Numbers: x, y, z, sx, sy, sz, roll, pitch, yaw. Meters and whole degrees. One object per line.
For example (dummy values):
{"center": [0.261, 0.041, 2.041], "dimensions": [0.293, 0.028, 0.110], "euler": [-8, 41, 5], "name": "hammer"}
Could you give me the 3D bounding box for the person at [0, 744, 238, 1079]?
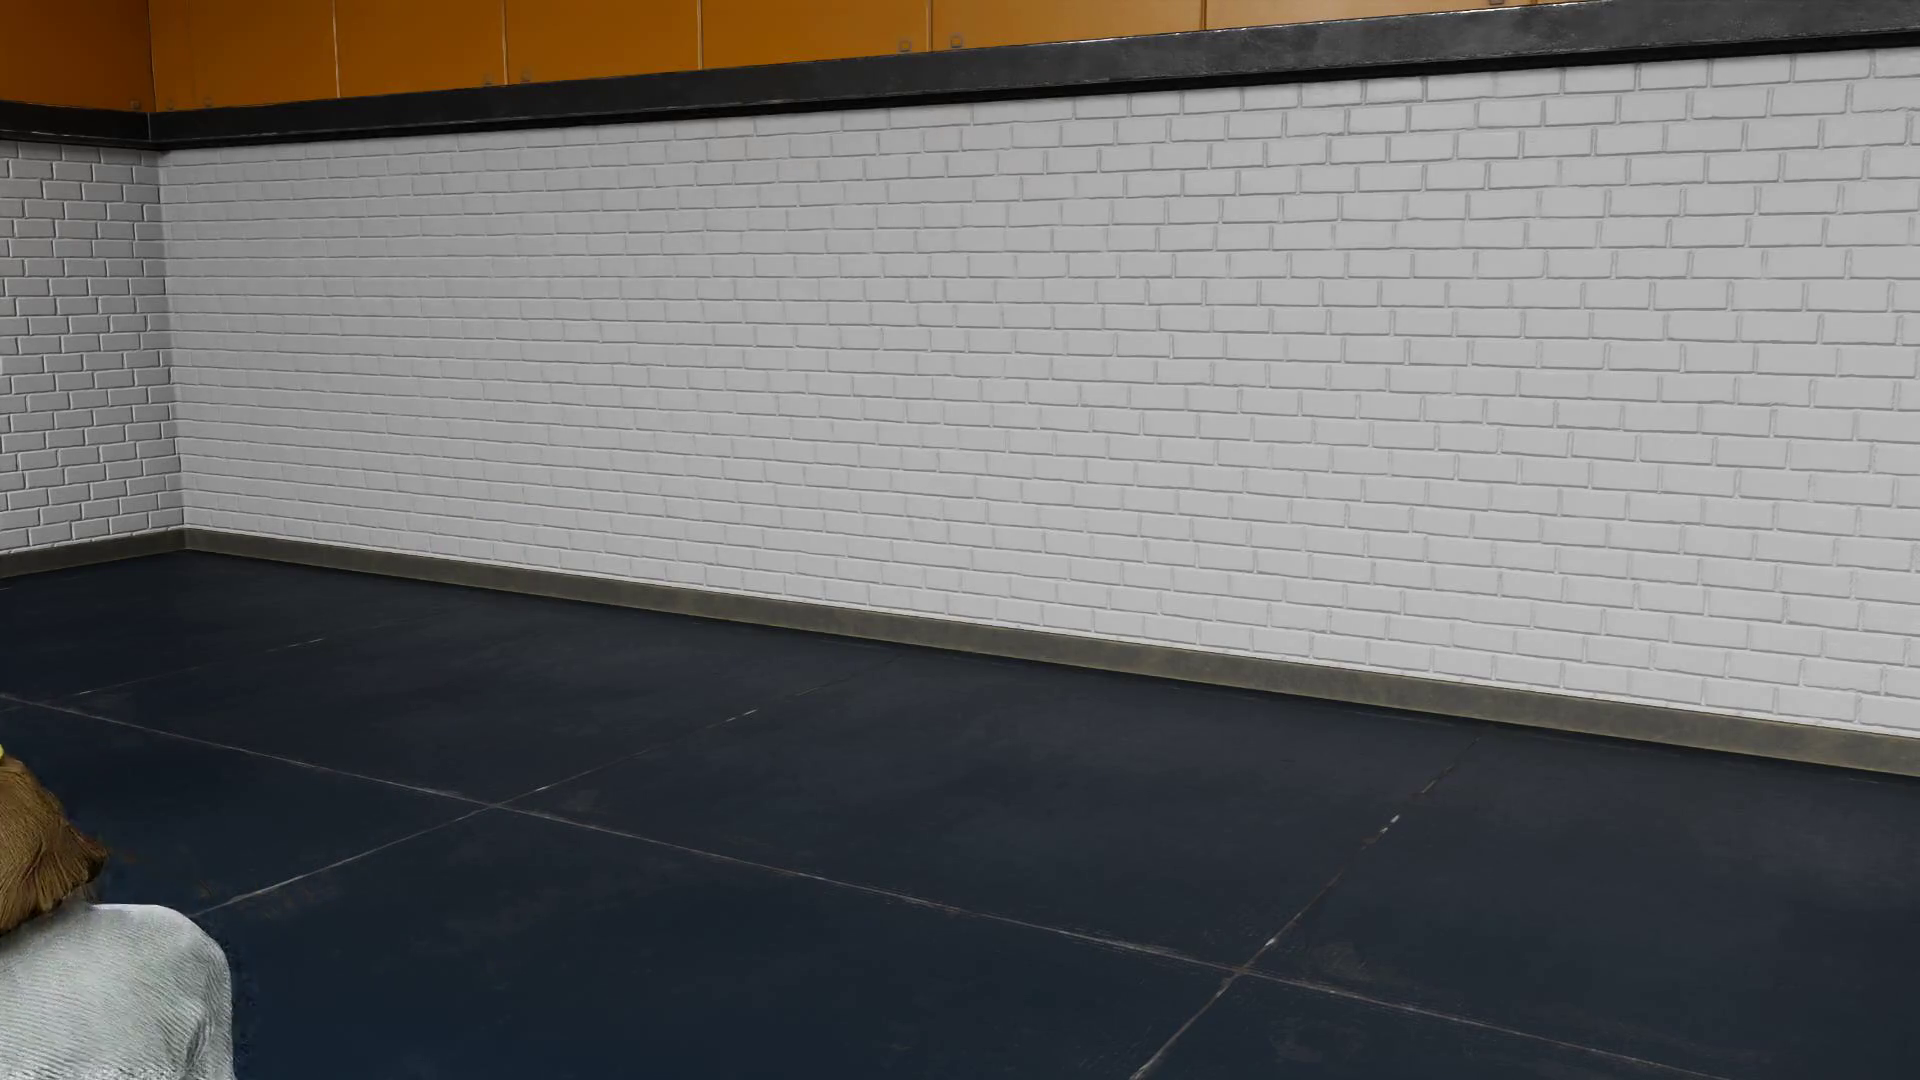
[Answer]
{"center": [-0.820, 0.923, 1.533], "dimensions": [0.484, 1.717, 0.518], "euler": [6, 11, 33], "name": "person"}
